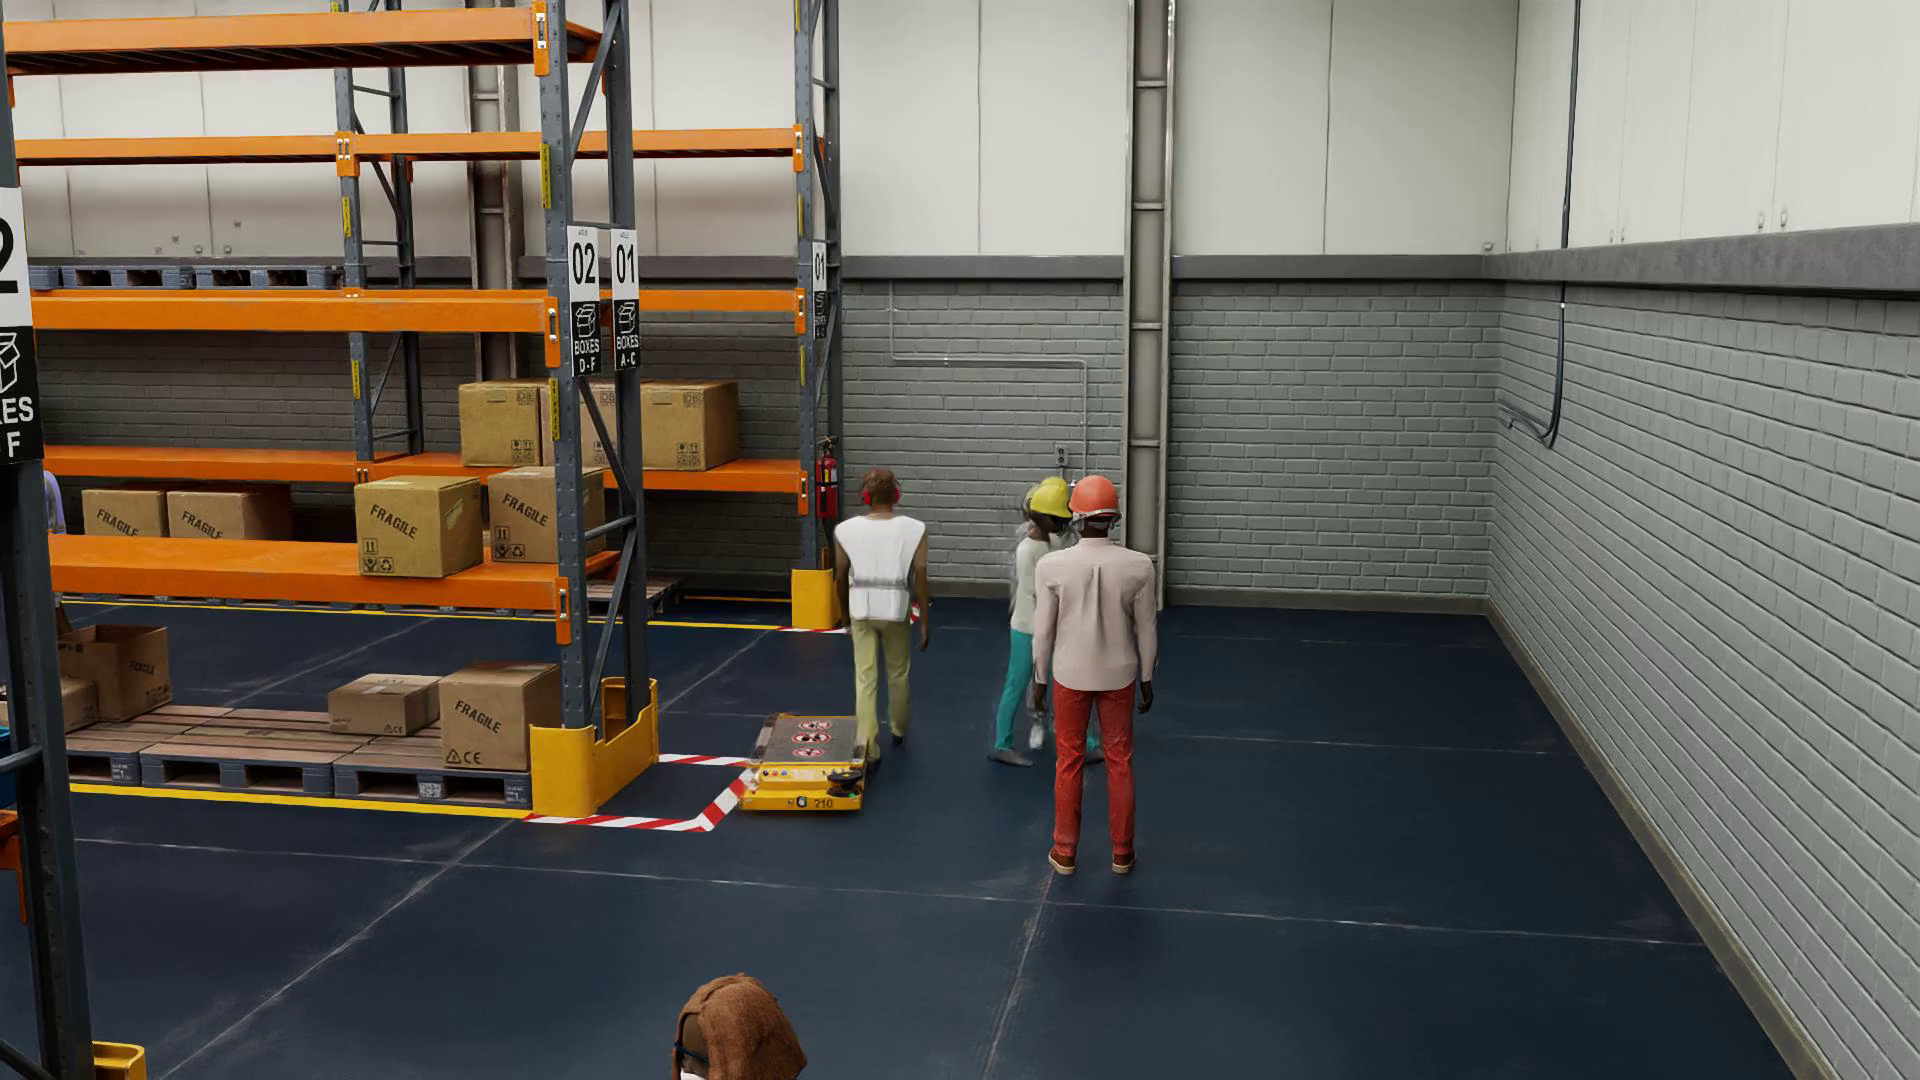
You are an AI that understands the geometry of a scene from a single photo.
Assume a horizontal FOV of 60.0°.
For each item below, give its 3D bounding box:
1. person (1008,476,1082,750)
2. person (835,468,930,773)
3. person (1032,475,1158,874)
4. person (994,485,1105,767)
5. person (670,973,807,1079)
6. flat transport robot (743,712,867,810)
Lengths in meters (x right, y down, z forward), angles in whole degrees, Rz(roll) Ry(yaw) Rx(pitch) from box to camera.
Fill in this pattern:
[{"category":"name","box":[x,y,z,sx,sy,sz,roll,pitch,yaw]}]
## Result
[{"category":"person","box":[0.573,0.454,10.438,0.527,1.718,0.609,0,9,0]},{"category":"person","box":[-0.473,0.461,10.190,0.566,1.804,0.913,0,9,-2]},{"category":"person","box":[0.666,0.672,8.245,0.622,1.996,0.370,0,9,-1]},{"category":"person","box":[0.570,0.538,9.900,0.863,1.723,0.539,5,10,28]},{"category":"person","box":[-0.436,1.649,3.317,0.501,1.633,0.279,8,12,39]},{"category":"flat transport robot","box":[-0.875,1.281,9.809,0.652,0.197,1.431,0,9,-1]}]
